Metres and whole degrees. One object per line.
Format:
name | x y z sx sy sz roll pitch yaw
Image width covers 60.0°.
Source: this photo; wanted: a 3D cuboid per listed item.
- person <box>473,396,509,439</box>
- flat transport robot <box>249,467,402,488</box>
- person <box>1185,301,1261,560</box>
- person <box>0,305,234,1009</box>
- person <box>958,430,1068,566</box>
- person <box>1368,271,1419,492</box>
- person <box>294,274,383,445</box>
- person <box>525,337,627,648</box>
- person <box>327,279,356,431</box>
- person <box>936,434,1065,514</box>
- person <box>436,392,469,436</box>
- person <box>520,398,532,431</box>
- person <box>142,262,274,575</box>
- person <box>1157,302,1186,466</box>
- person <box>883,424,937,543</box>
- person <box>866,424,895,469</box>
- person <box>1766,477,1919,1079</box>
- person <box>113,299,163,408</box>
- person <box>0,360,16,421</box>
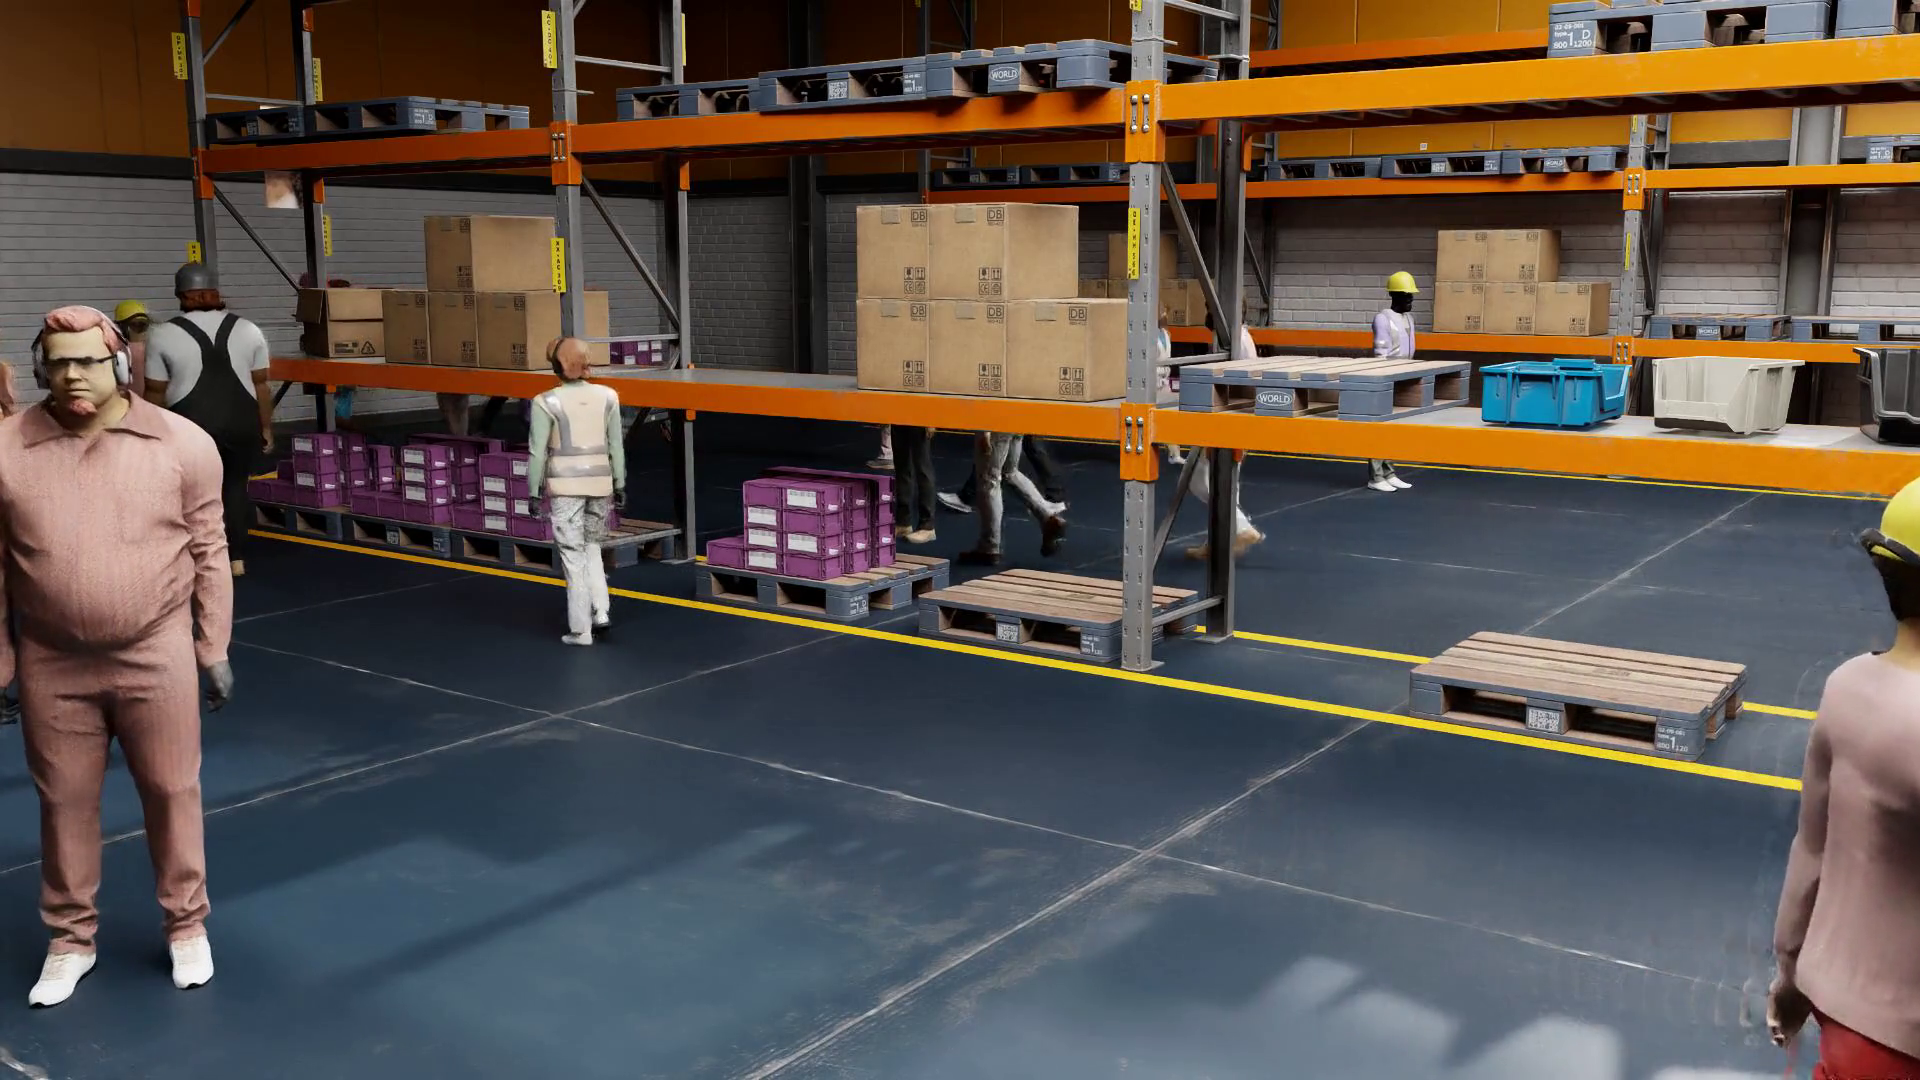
person | -4.902 -2.002 18.265 1.023 1.951 0.620 -9 13 -44
flat transport robot | -5.346 -0.503 14.296 1.431 0.197 0.652 0 10 0
person | 1.753 -0.742 11.077 0.433 1.832 0.654 4 10 21
person | -2.333 0.319 4.544 0.651 1.904 0.403 -3 10 -19
person | 0.325 -0.764 10.923 0.671 1.924 0.642 5 11 28
person | 3.832 -1.392 14.667 0.385 1.928 0.589 8 13 41
person | -5.882 -1.554 15.683 0.681 1.907 0.579 -6 11 -33
person | -2.018 -0.247 8.721 0.544 1.624 0.393 -9 13 -42
person | -6.181 -1.652 16.465 0.567 1.841 0.377 9 13 44
person | 0.354 -1.118 13.280 1.068 1.846 0.595 1 10 5
person | -4.969 -1.689 16.387 0.622 1.951 0.887 -5 11 -29
person | -3.986 -1.558 15.787 0.465 1.890 0.737 1 10 9
person | -4.736 -0.733 10.405 0.713 2.000 0.861 -8 12 -38
person | 1.978 -1.502 16.218 0.704 1.611 0.546 8 12 39
person | -0.362 -0.898 11.974 0.328 1.842 0.515 -9 13 -43
person | -0.708 -1.692 16.253 0.389 1.991 0.622 5 11 29
person | 1.430 0.734 2.635 0.903 1.731 0.519 2 10 11
person | -5.863 -0.841 11.911 0.415 1.743 0.576 4 10 24
person | -6.803 -0.717 11.594 0.520 1.607 0.743 -2 10 -9
